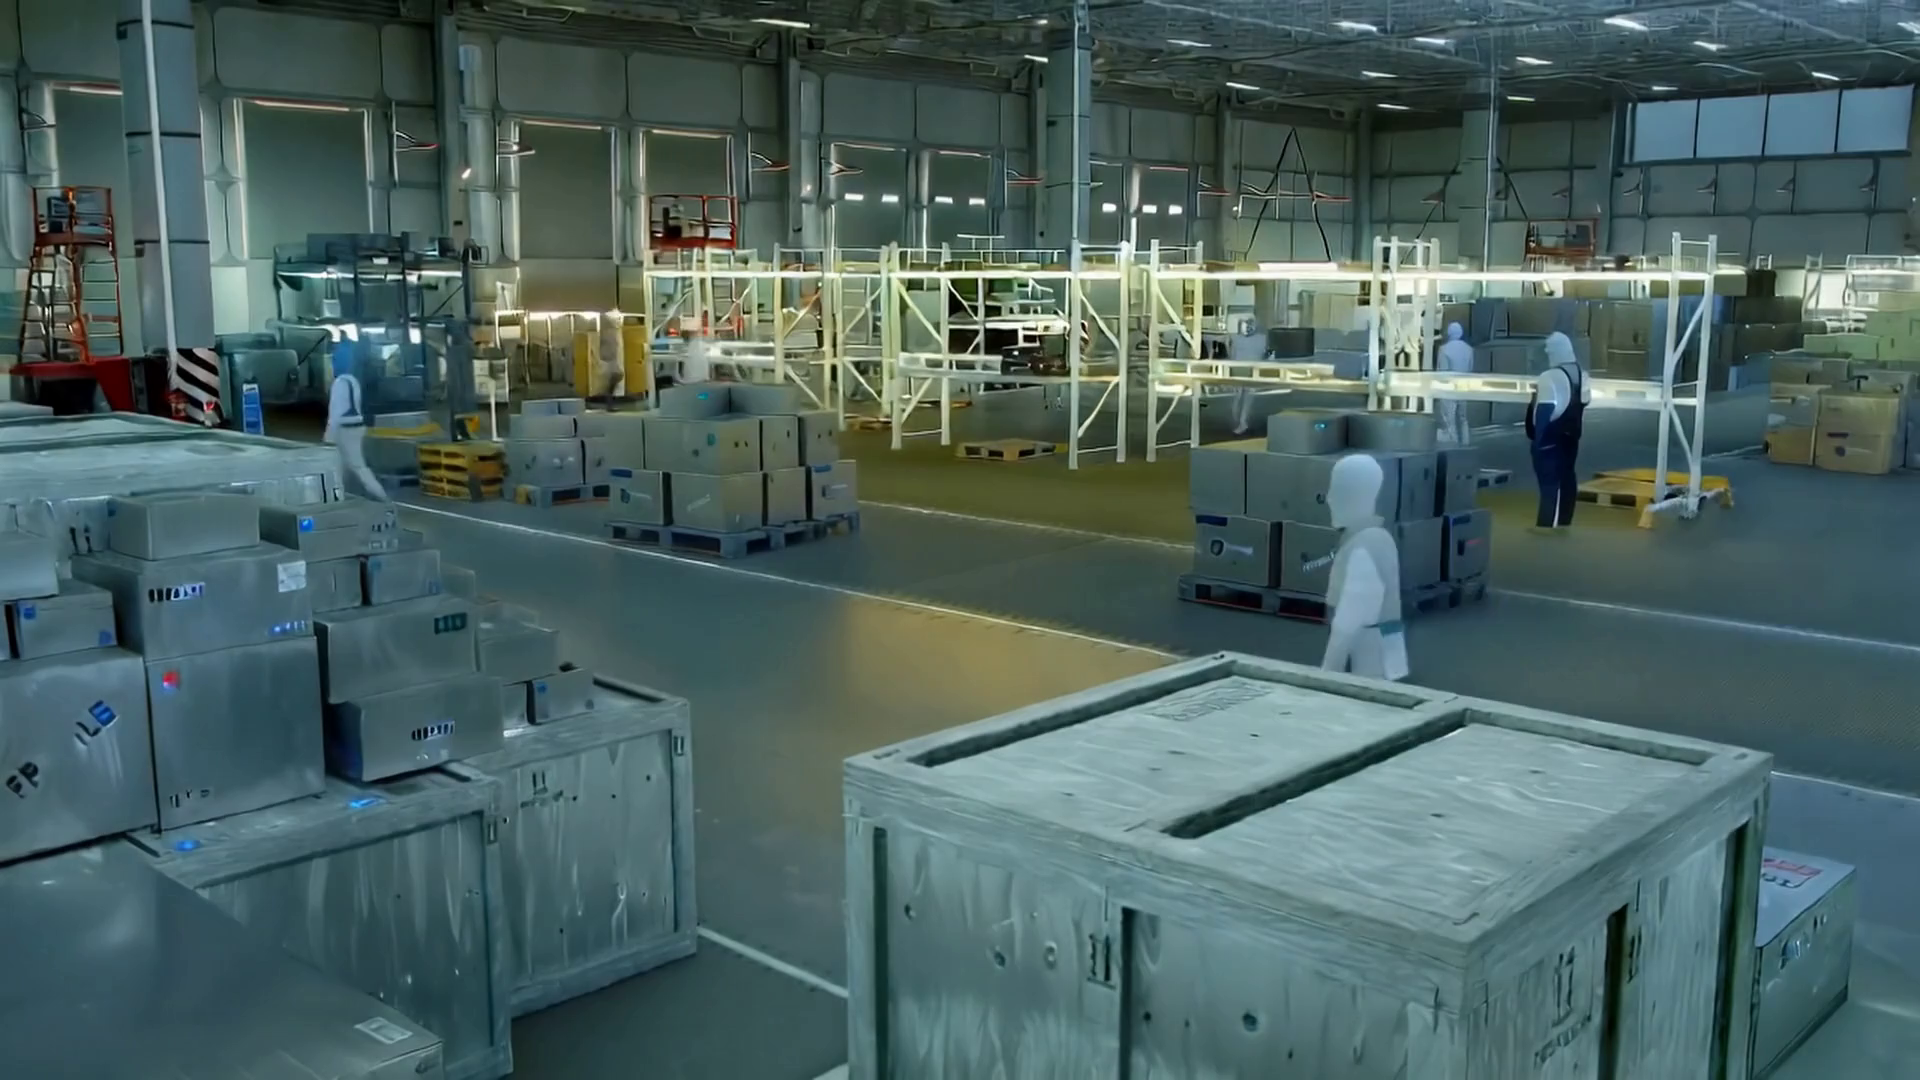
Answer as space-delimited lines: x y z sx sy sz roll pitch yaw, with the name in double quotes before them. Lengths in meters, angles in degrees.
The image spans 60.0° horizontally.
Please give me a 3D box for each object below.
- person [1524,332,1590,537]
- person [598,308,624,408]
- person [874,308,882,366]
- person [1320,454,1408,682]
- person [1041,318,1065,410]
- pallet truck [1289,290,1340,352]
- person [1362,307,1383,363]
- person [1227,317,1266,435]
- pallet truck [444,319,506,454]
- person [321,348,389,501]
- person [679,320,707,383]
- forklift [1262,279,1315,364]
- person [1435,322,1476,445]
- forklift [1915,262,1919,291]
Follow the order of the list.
"person" 5.904 -1.058 16.598 0.688 2.000 0.536 -6 11 -34
"person" -6.645 -3.453 31.666 0.503 1.915 0.543 3 10 15
"person" -2.135 -5.379 44.353 0.321 1.632 0.524 0 9 -1
"person" 1.732 0.561 7.195 0.992 1.878 0.591 2 9 10
"person" 1.763 -3.313 31.375 0.487 1.738 0.333 -3 10 -19
"pallet truck" 11.297 -6.951 52.861 1.885 1.965 0.823 -5 11 -29
"person" 10.795 -5.228 43.259 0.499 1.682 0.550 -3 10 -17
"person" 4.611 -2.669 26.947 0.626 1.910 0.908 0 9 -2
"pallet truck" -6.981 -1.942 22.150 1.885 1.965 0.823 1 9 9
"person" -6.416 -1.092 17.441 0.979 1.838 0.584 -1 9 -9
"person" -4.149 -2.424 25.470 1.008 1.868 0.607 2 9 10
"forklift" 8.555 -6.090 44.881 1.873 2.768 1.129 9 13 43
"person" 6.873 -2.063 23.122 0.623 1.932 0.375 -5 11 -29
"forklift" 22.854 -5.205 39.456 1.873 2.768 1.129 6 11 34
